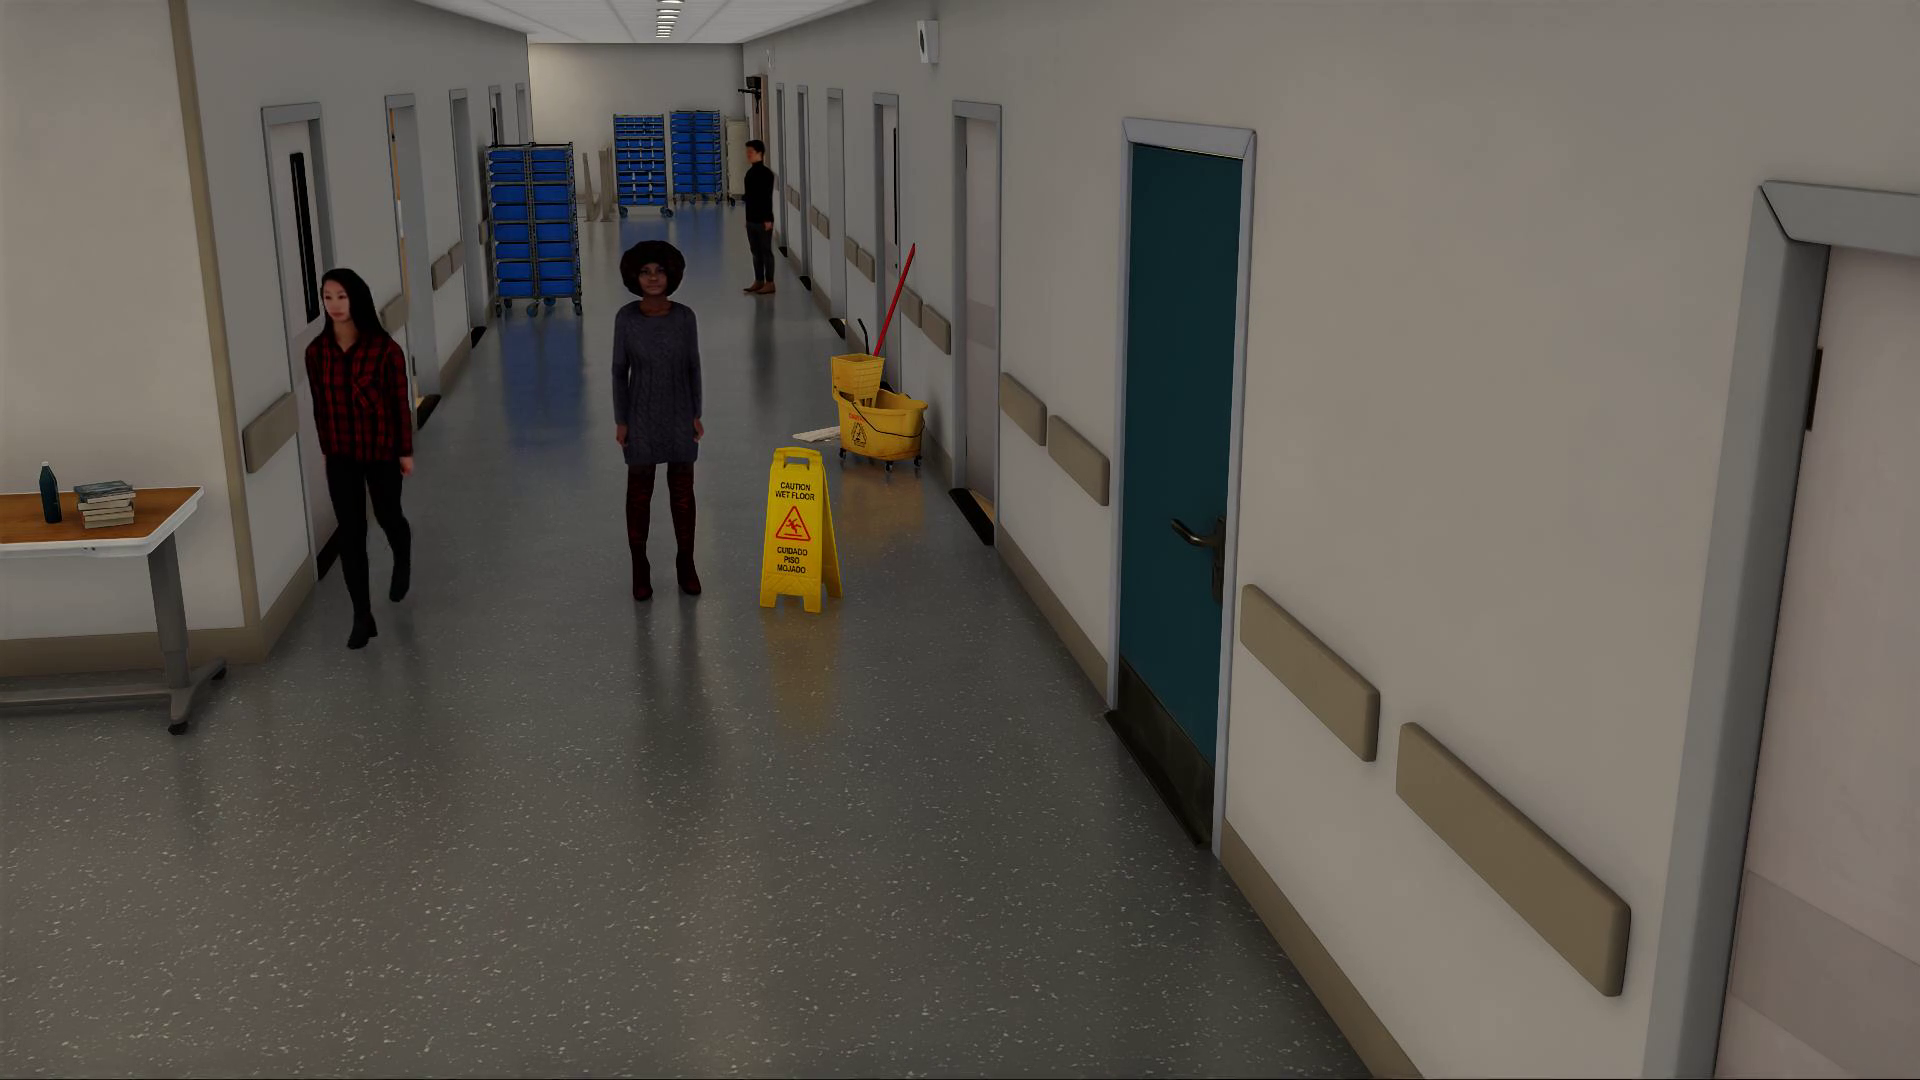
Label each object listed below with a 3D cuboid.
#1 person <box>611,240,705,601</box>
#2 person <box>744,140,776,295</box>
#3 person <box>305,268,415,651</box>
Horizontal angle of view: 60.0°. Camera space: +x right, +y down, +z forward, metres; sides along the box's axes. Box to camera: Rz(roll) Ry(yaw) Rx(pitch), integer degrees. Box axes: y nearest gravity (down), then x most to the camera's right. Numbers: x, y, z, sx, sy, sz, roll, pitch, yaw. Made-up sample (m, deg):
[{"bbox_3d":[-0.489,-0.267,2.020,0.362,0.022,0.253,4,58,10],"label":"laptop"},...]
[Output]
[{"bbox_3d":[-1.442,-0.574,7.970,0.605,1.710,0.554,-5,17,-17],"label":"person"},{"bbox_3d":[-2.293,-3.704,19.051,0.780,1.723,0.649,-12,20,-37],"label":"person"},{"bbox_3d":[-2.652,-0.385,7.485,0.624,1.610,1.089,-2,16,-7],"label":"person"}]
